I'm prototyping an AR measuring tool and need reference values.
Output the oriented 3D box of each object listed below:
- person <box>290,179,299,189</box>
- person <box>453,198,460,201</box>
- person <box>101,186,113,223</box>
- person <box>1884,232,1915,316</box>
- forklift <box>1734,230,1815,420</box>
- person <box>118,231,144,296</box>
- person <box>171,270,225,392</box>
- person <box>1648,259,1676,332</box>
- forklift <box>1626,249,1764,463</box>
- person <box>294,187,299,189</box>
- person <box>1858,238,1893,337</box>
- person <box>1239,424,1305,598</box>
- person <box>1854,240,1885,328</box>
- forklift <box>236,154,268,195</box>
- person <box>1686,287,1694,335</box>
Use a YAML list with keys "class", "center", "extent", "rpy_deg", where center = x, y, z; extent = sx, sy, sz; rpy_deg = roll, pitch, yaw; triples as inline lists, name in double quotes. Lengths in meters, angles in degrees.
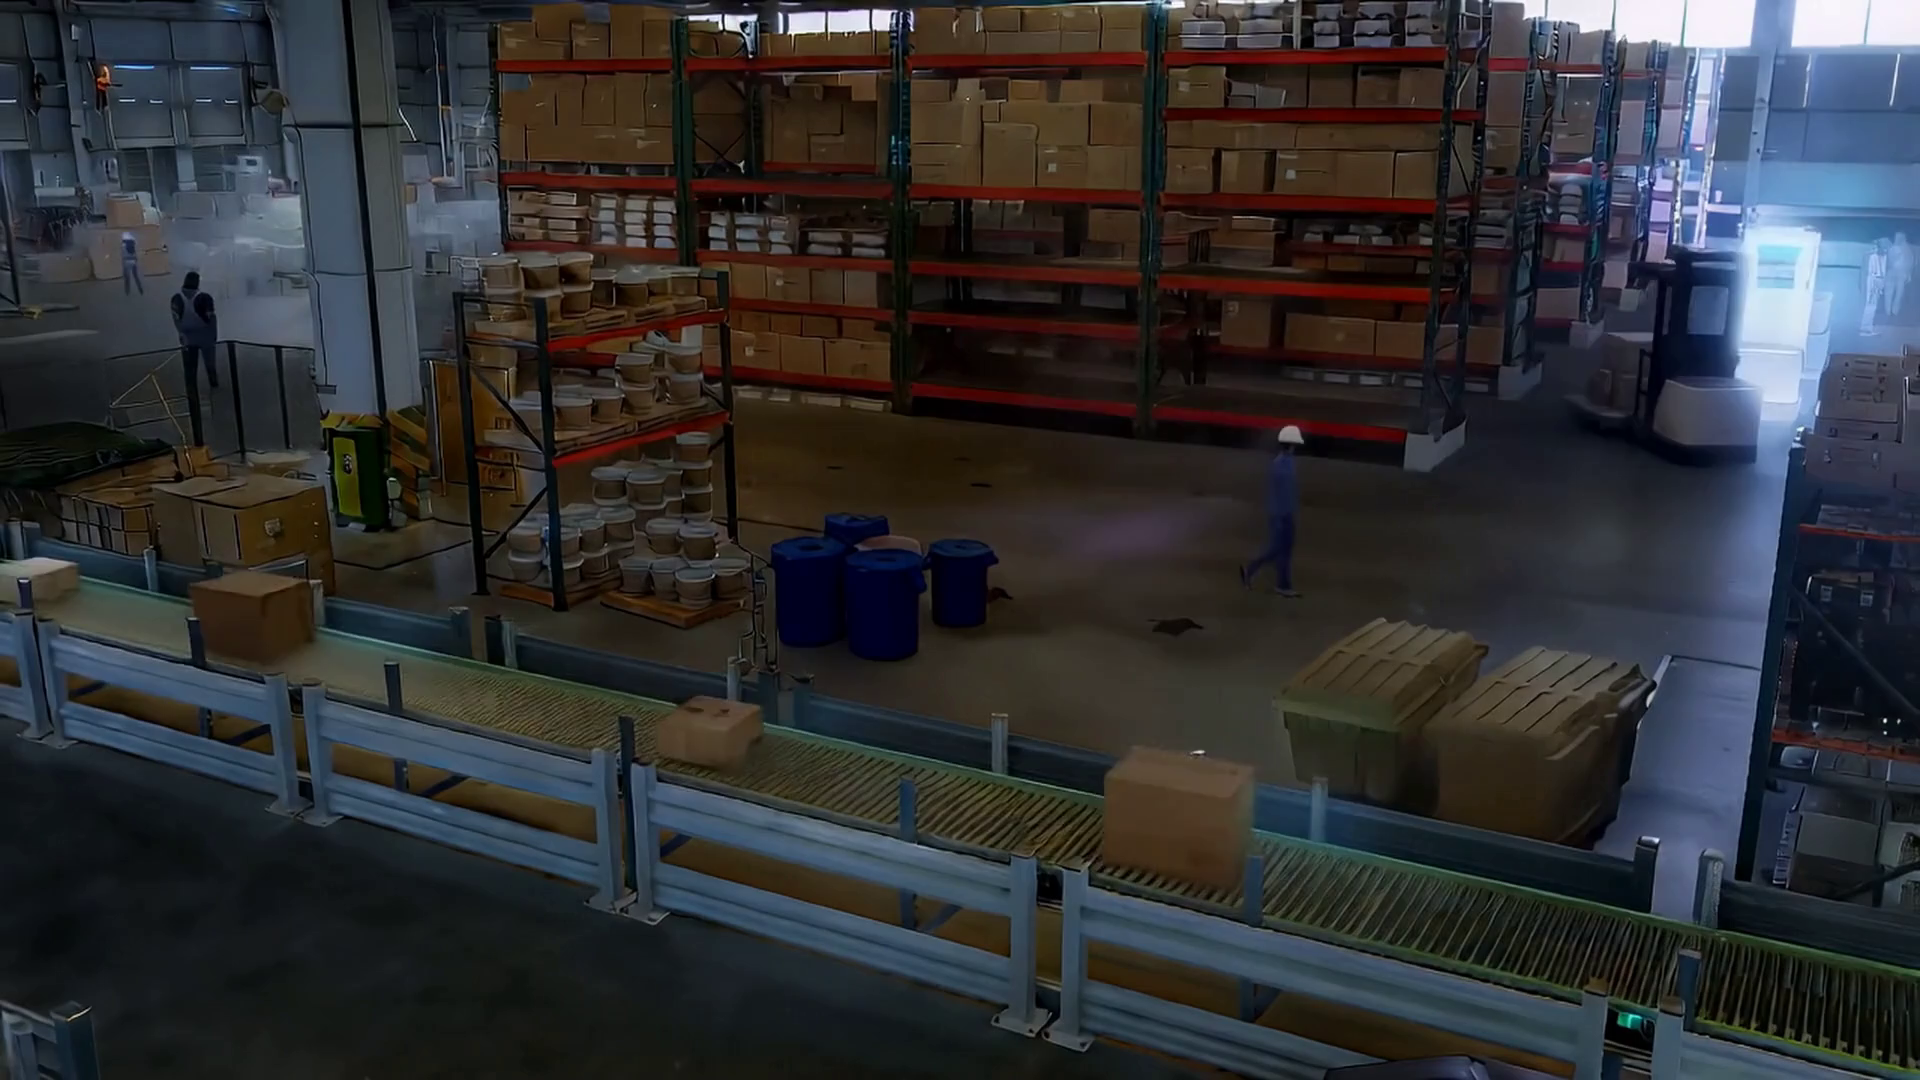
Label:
- class: "person"
  center: [-24.788, -12.573, 62.264]
  extent: [0.647, 1.896, 1.010]
  rpy_deg: [8, 17, 28]
- class: "person"
  center: [-16.472, -10.366, 54.462]
  extent: [0.526, 1.634, 0.320]
  rpy_deg: [10, 18, 33]
- class: "person"
  center: [-31.550, -12.255, 61.484]
  extent: [0.530, 1.672, 0.782]
  rpy_deg: [11, 19, 36]
- class: "person"
  center: [21.117, -5.993, 37.528]
  extent: [0.669, 1.886, 0.517]
  rpy_deg: [8, 17, 28]
- class: "forklift"
  center: [12.595, -3.390, 25.844]
  extent: [1.129, 2.768, 1.873]
  rpy_deg: [8, 17, 27]
- class: "person"
  center: [-20.631, -6.881, 41.370]
  extent: [0.648, 1.616, 0.524]
  rpy_deg: [14, 20, 43]
- class: "person"
  center: [-12.734, -3.487, 27.817]
  extent: [0.676, 2.000, 0.536]
  rpy_deg: [0, 15, -1]
- class: "person"
  center: [13.173, -4.291, 31.116]
  extent: [0.400, 1.901, 0.643]
  rpy_deg: [-5, 16, -20]
- class: "forklift"
  center: [10.143, -2.559, 22.719]
  extent: [1.129, 2.768, 1.873]
  rpy_deg: [0, 15, 2]
- class: "person"
  center: [-22.023, -10.821, 55.587]
  extent: [0.629, 1.937, 0.378]
  rpy_deg: [14, 21, 43]
- class: "person"
  center: [18.916, -5.209, 34.316]
  extent: [0.401, 2.036, 0.600]
  rpy_deg: [14, 20, 42]
- class: "person"
  center: [3.109, -0.286, 16.331]
  extent: [0.531, 1.751, 0.540]
  rpy_deg: [9, 18, 32]
- class: "person"
  center: [19.616, -5.501, 35.746]
  extent: [0.862, 1.853, 0.721]
  rpy_deg: [-8, 17, -28]
- class: "forklift"
  center: [-25.676, -12.614, 60.518]
  extent: [1.873, 2.768, 1.129]
  rpy_deg: [8, 17, 28]
- class: "person"
  center: [13.843, -4.408, 31.935]
  extent: [0.320, 1.698, 0.531]
  rpy_deg: [-1, 15, -2]
